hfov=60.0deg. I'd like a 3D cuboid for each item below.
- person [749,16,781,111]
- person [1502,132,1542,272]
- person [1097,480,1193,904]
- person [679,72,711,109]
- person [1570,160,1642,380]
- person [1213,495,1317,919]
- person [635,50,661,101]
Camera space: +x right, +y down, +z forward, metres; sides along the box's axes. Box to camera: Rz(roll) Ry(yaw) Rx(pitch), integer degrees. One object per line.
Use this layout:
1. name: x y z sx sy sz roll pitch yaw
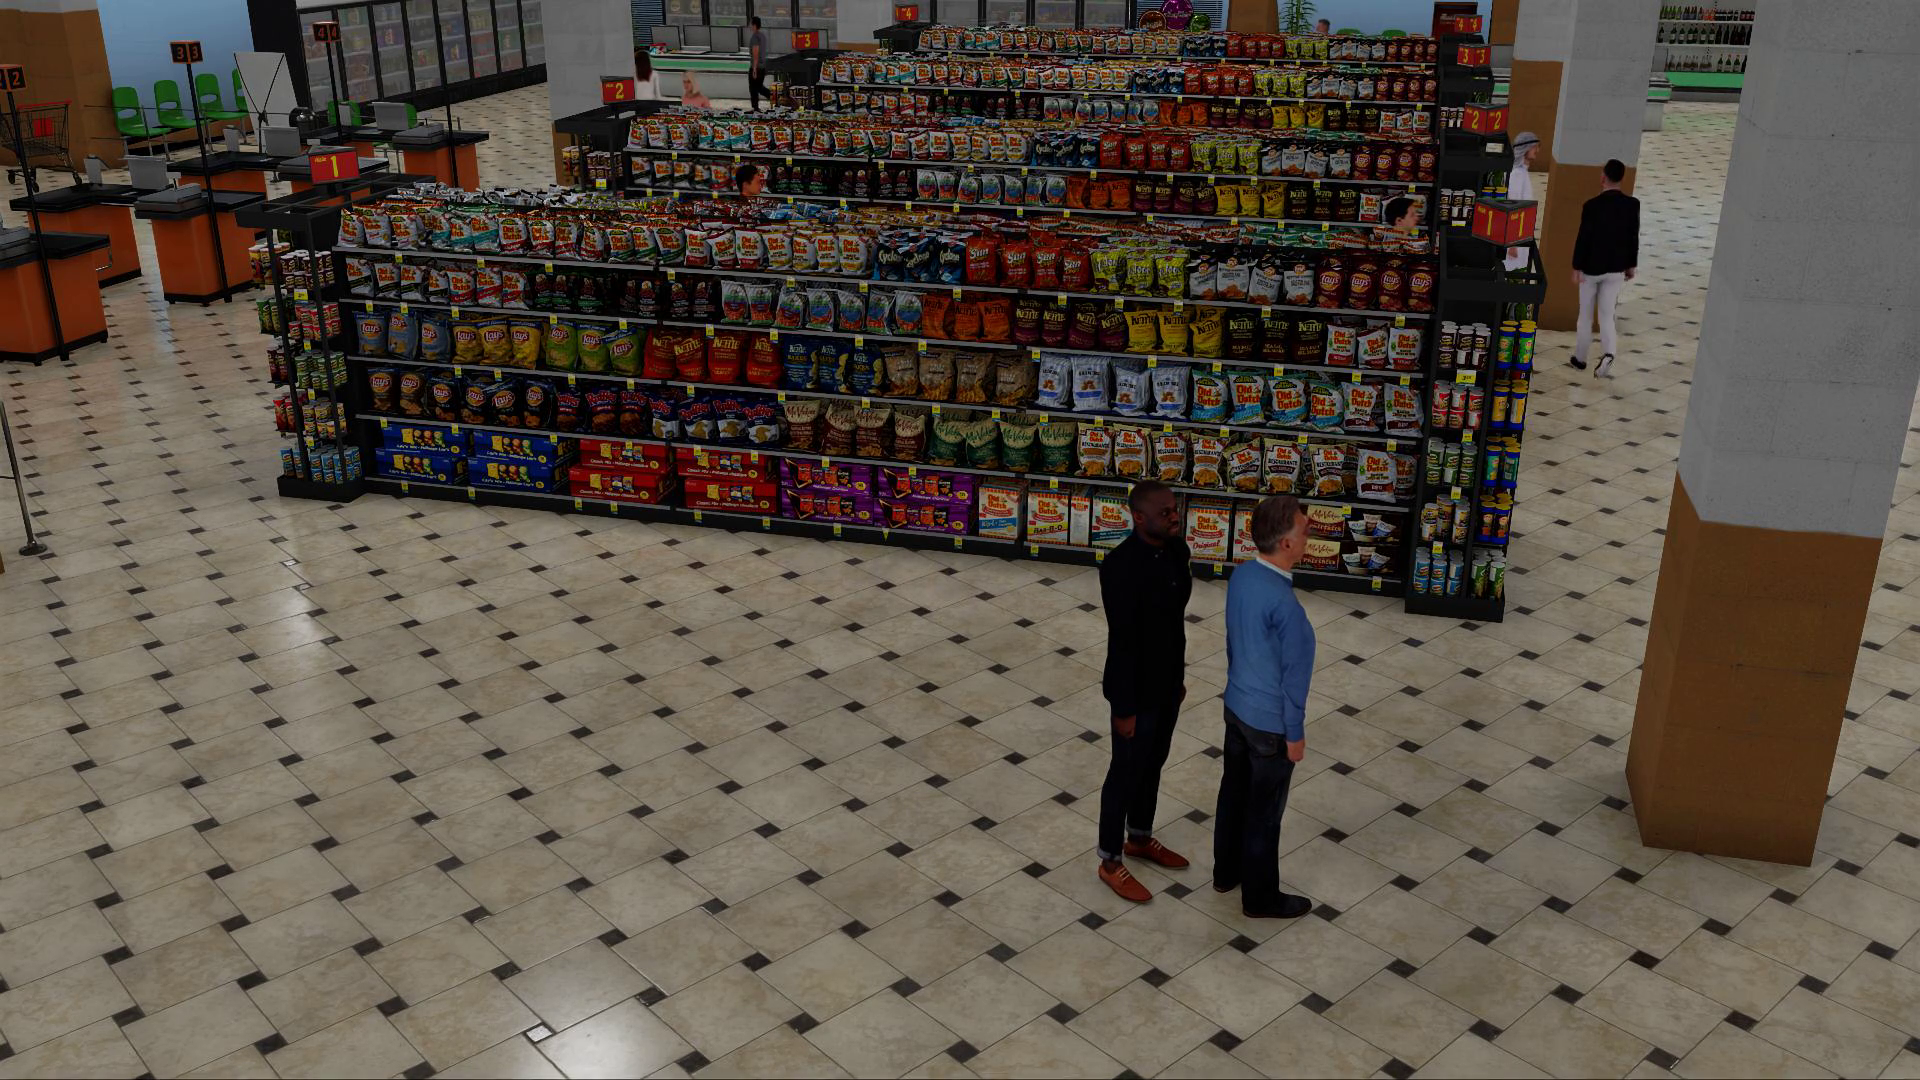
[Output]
1. person: -3.443 -8.198 28.934 0.922 1.742 0.648 4 22 10
2. person: 4.967 -2.709 15.026 0.634 1.928 0.701 7 23 17
3. person: 0.761 0.606 6.922 0.730 1.819 0.768 15 26 33
4. person: -3.341 -5.132 21.357 0.873 1.702 0.746 9 24 21
5. person: 5.451 -2.248 14.024 1.074 1.818 0.905 0 22 0
6. person: 1.231 0.672 6.754 0.767 1.820 0.744 -8 23 -19
7. person: -4.547 -6.199 24.083 1.098 1.649 0.993 -4 22 -10
